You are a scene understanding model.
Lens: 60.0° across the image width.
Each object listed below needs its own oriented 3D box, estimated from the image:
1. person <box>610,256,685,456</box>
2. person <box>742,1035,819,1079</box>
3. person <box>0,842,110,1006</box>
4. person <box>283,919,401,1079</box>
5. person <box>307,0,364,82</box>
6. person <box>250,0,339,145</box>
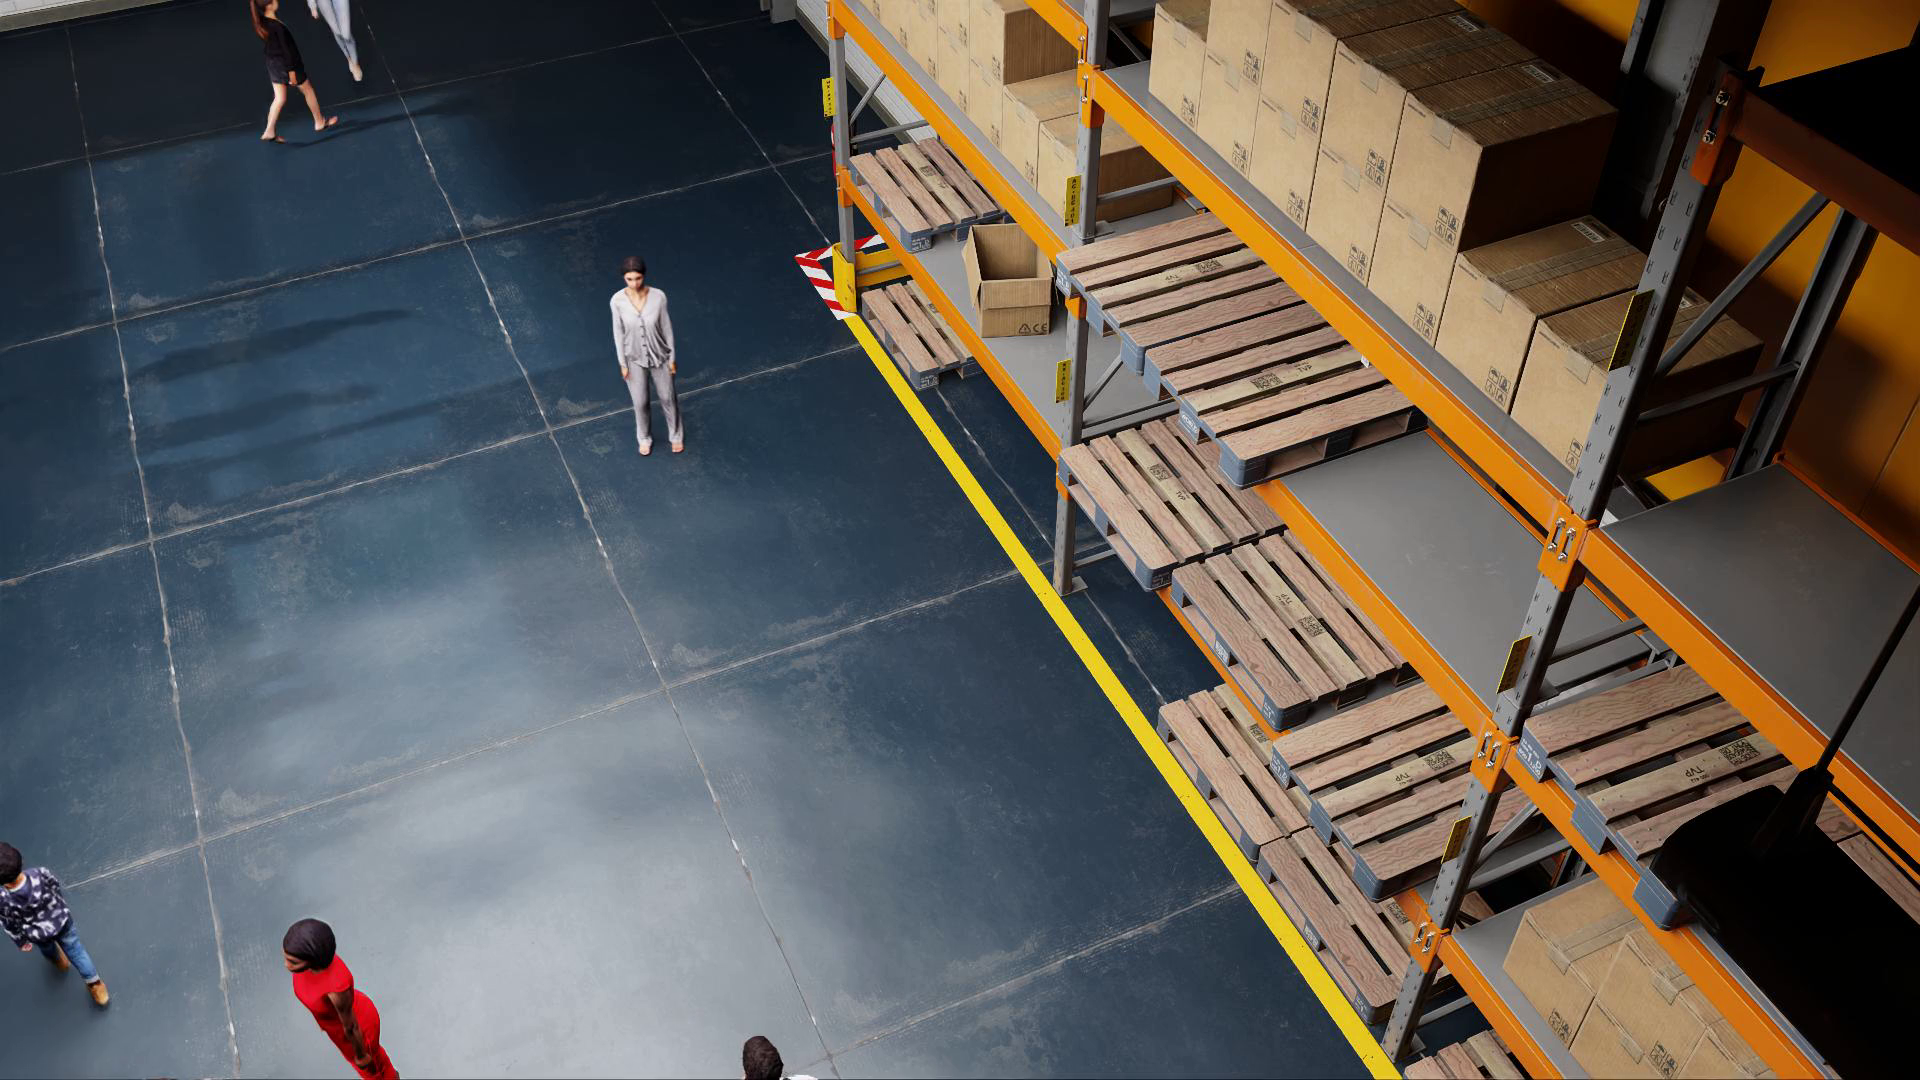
[{"bbox_3d":[-2.348,-1.386,12.466,0.635,1.770,0.606,-7,44,-7],"label":"person"},{"bbox_3d":[-0.826,2.975,7.832,0.694,1.848,0.723,-15,46,-15],"label":"person"},{"bbox_3d":[-5.030,2.124,9.175,0.631,1.226,0.894,-31,52,-28],"label":"person"},{"bbox_3d":[-3.087,2.467,8.443,0.578,1.740,0.691,30,51,27],"label":"person"},{"bbox_3d":[-6.327,-5.482,16.779,0.595,1.752,0.707,-24,49,-23],"label":"person"},{"bbox_3d":[-6.544,-4.514,15.920,1.039,1.535,0.943,25,49,24],"label":"person"}]
